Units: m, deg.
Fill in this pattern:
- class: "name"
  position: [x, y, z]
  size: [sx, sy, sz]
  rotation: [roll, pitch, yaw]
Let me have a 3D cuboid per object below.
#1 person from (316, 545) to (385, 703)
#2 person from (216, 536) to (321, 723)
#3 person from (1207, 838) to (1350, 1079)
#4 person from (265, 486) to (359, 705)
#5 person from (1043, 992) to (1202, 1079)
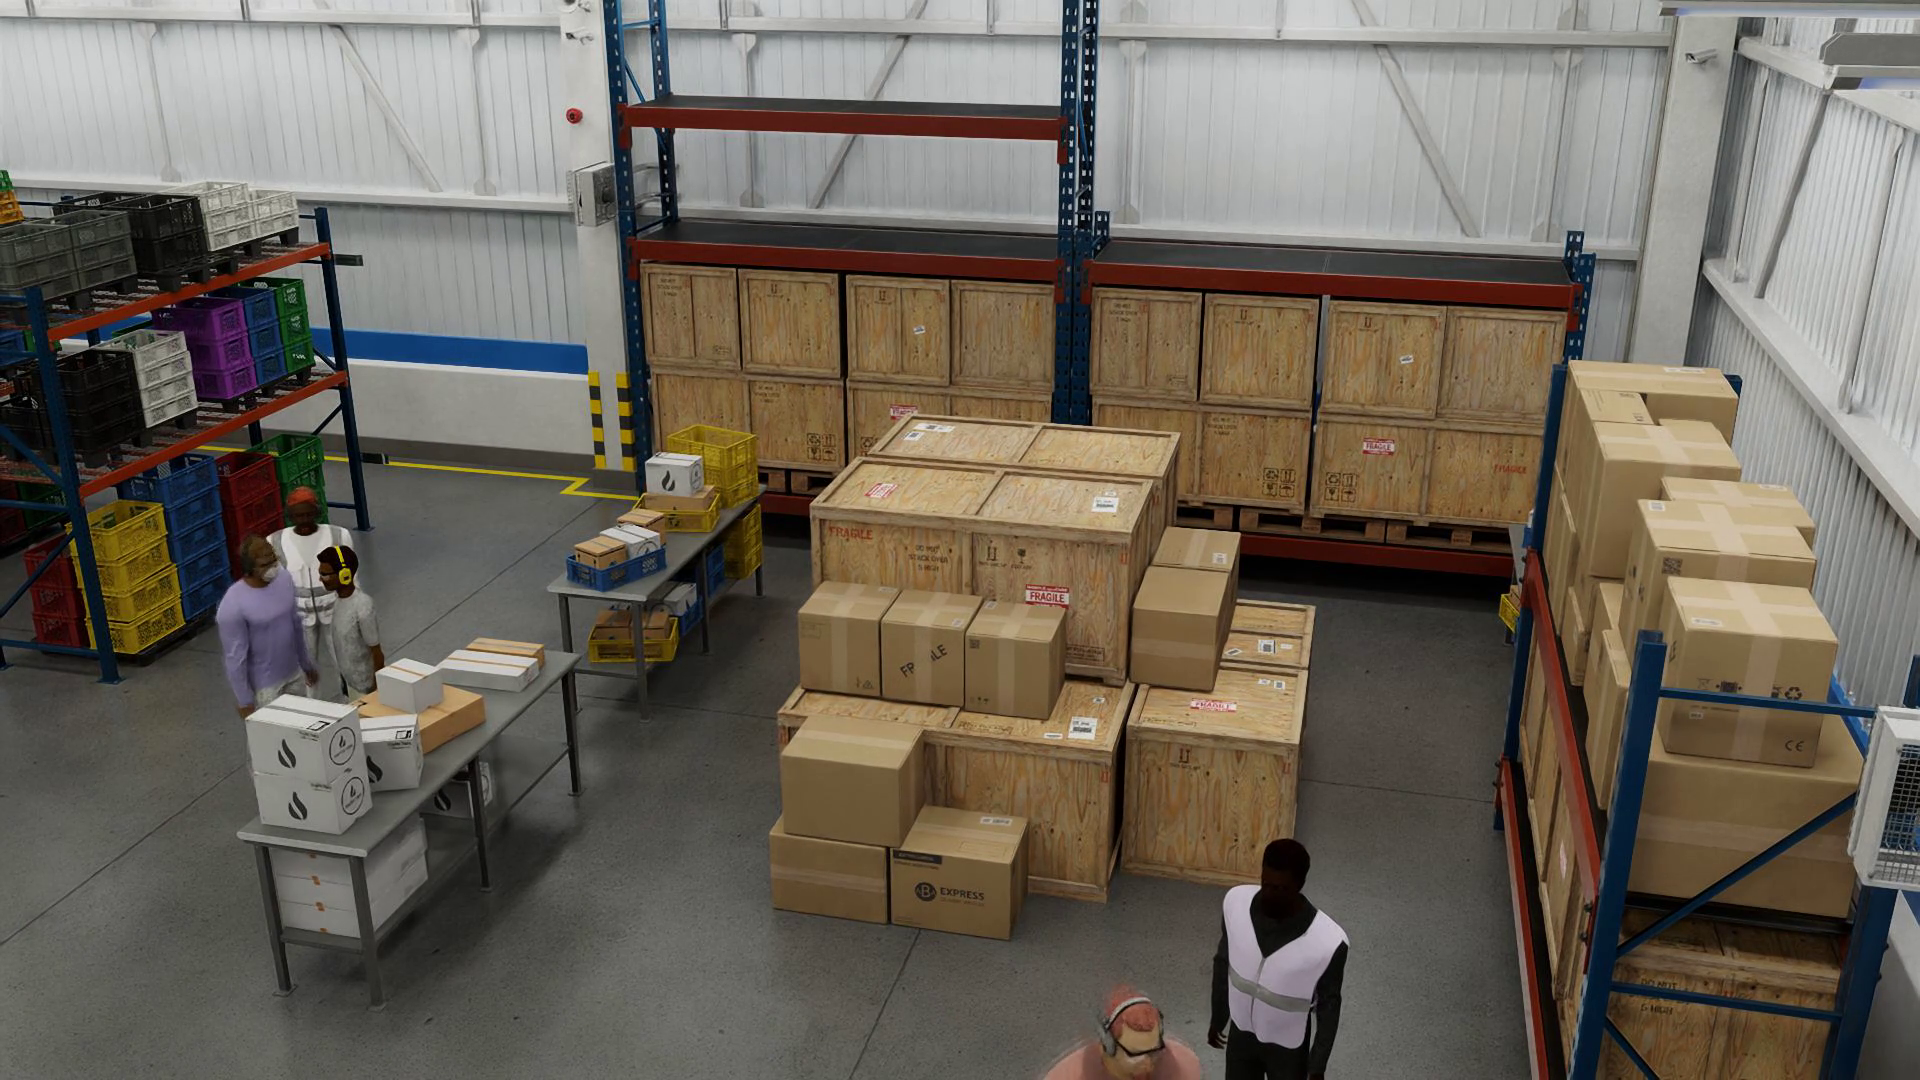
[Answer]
- class: "person"
  position: [-3.757, 0.905, 10.421]
  size: [0.309, 1.866, 0.534]
  rotation: [-17, 27, -37]
- class: "person"
  position: [-4.337, 0.873, 10.439]
  size: [0.550, 1.933, 0.678]
  rotation: [5, 21, 13]
- class: "person"
  position: [1.343, 2.122, 7.163]
  size: [0.592, 1.922, 0.392]
  rotation: [15, 26, 35]
- class: "person"
  position: [-4.400, 0.526, 11.403]
  size: [0.564, 1.880, 0.357]
  rotation: [-6, 22, -15]
- class: "person"
  position: [0.590, 2.479, 6.281]
  size: [0.651, 1.893, 0.479]
  rotation: [-5, 21, -12]
